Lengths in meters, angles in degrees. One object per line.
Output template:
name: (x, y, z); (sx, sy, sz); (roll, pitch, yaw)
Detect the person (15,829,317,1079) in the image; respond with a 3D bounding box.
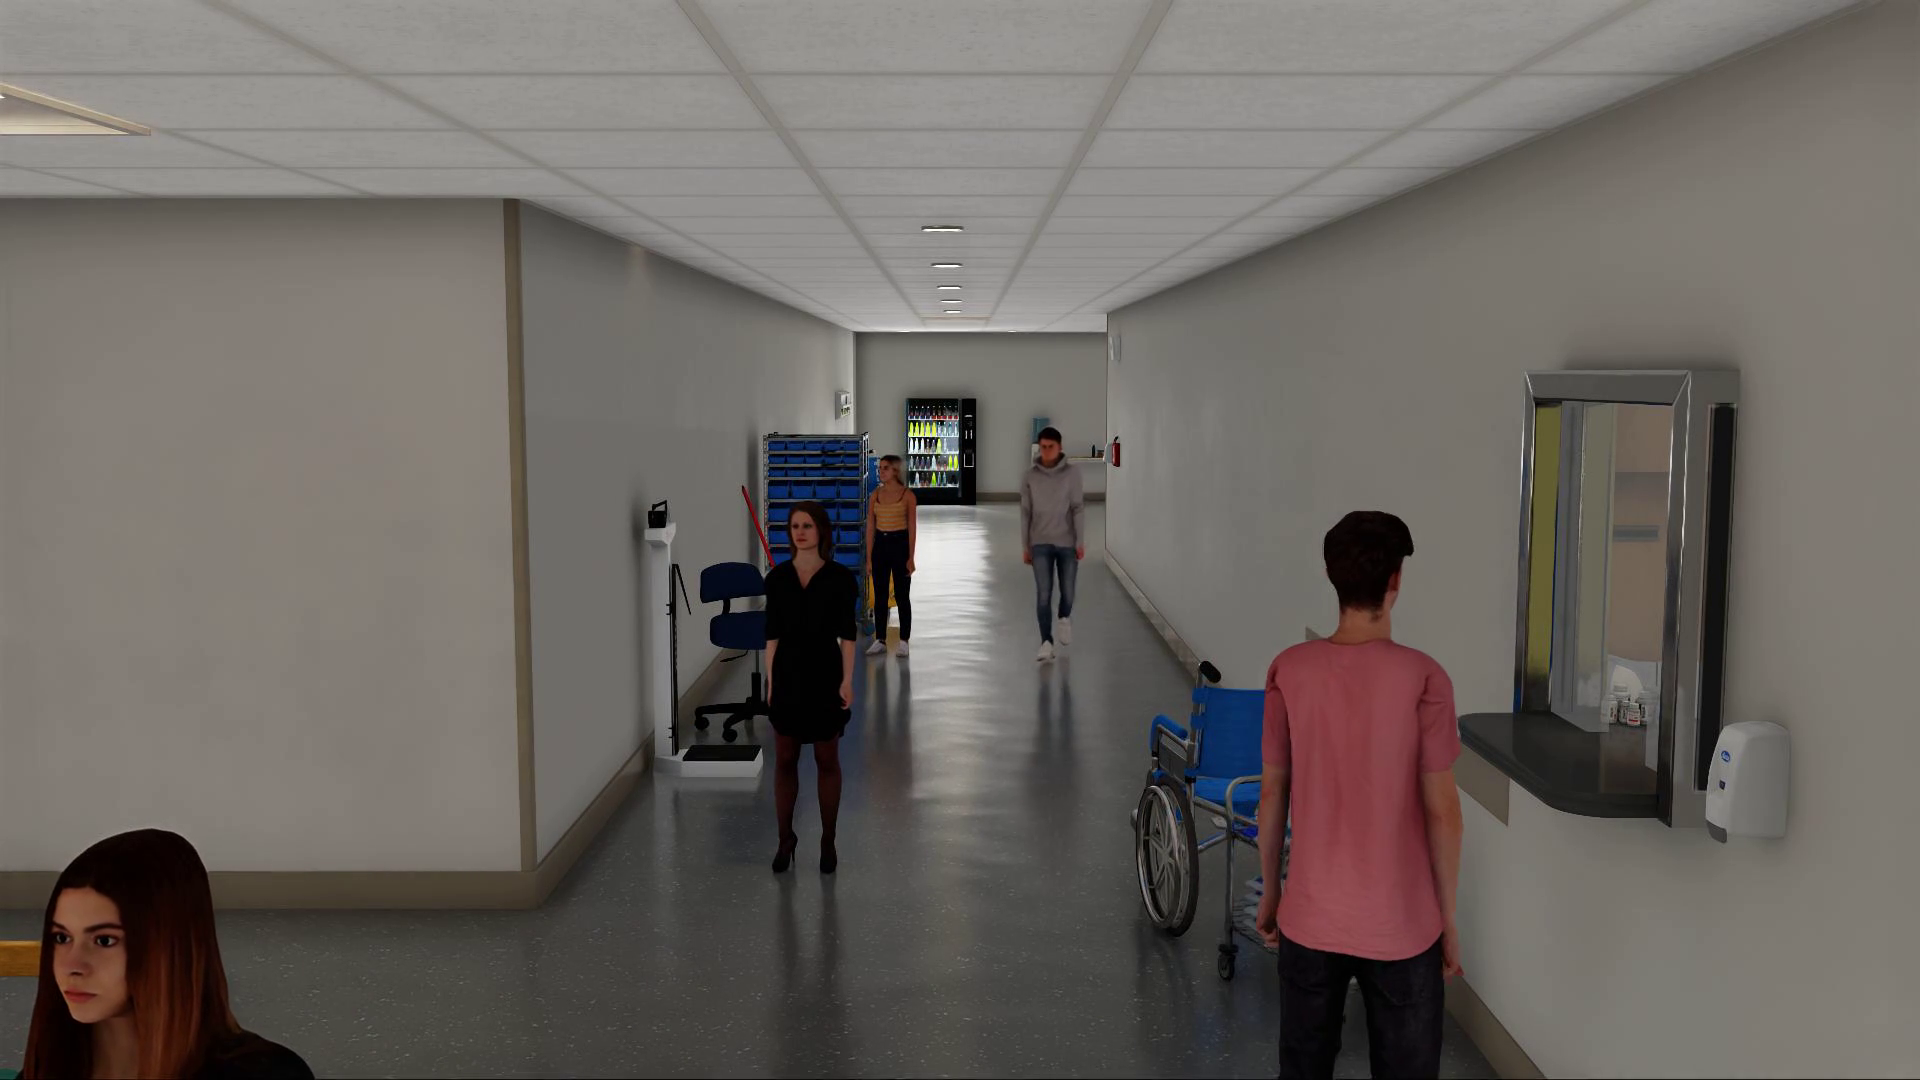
person: (-1.007, 1.207, 2.190); (0.515, 1.710, 0.673); (1, 6, 9)

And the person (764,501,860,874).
person: (-0.690, 0.663, 7.615); (0.476, 1.706, 0.670); (1, 6, 7)

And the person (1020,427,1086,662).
person: (0.770, 0.028, 13.279); (1.030, 1.835, 0.807); (1, 6, 7)

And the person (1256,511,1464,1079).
person: (0.929, 0.903, 3.962); (0.687, 1.959, 0.809); (3, 7, 31)

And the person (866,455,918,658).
person: (-0.545, 0.121, 13.393); (0.553, 1.628, 0.691); (2, 6, 19)
